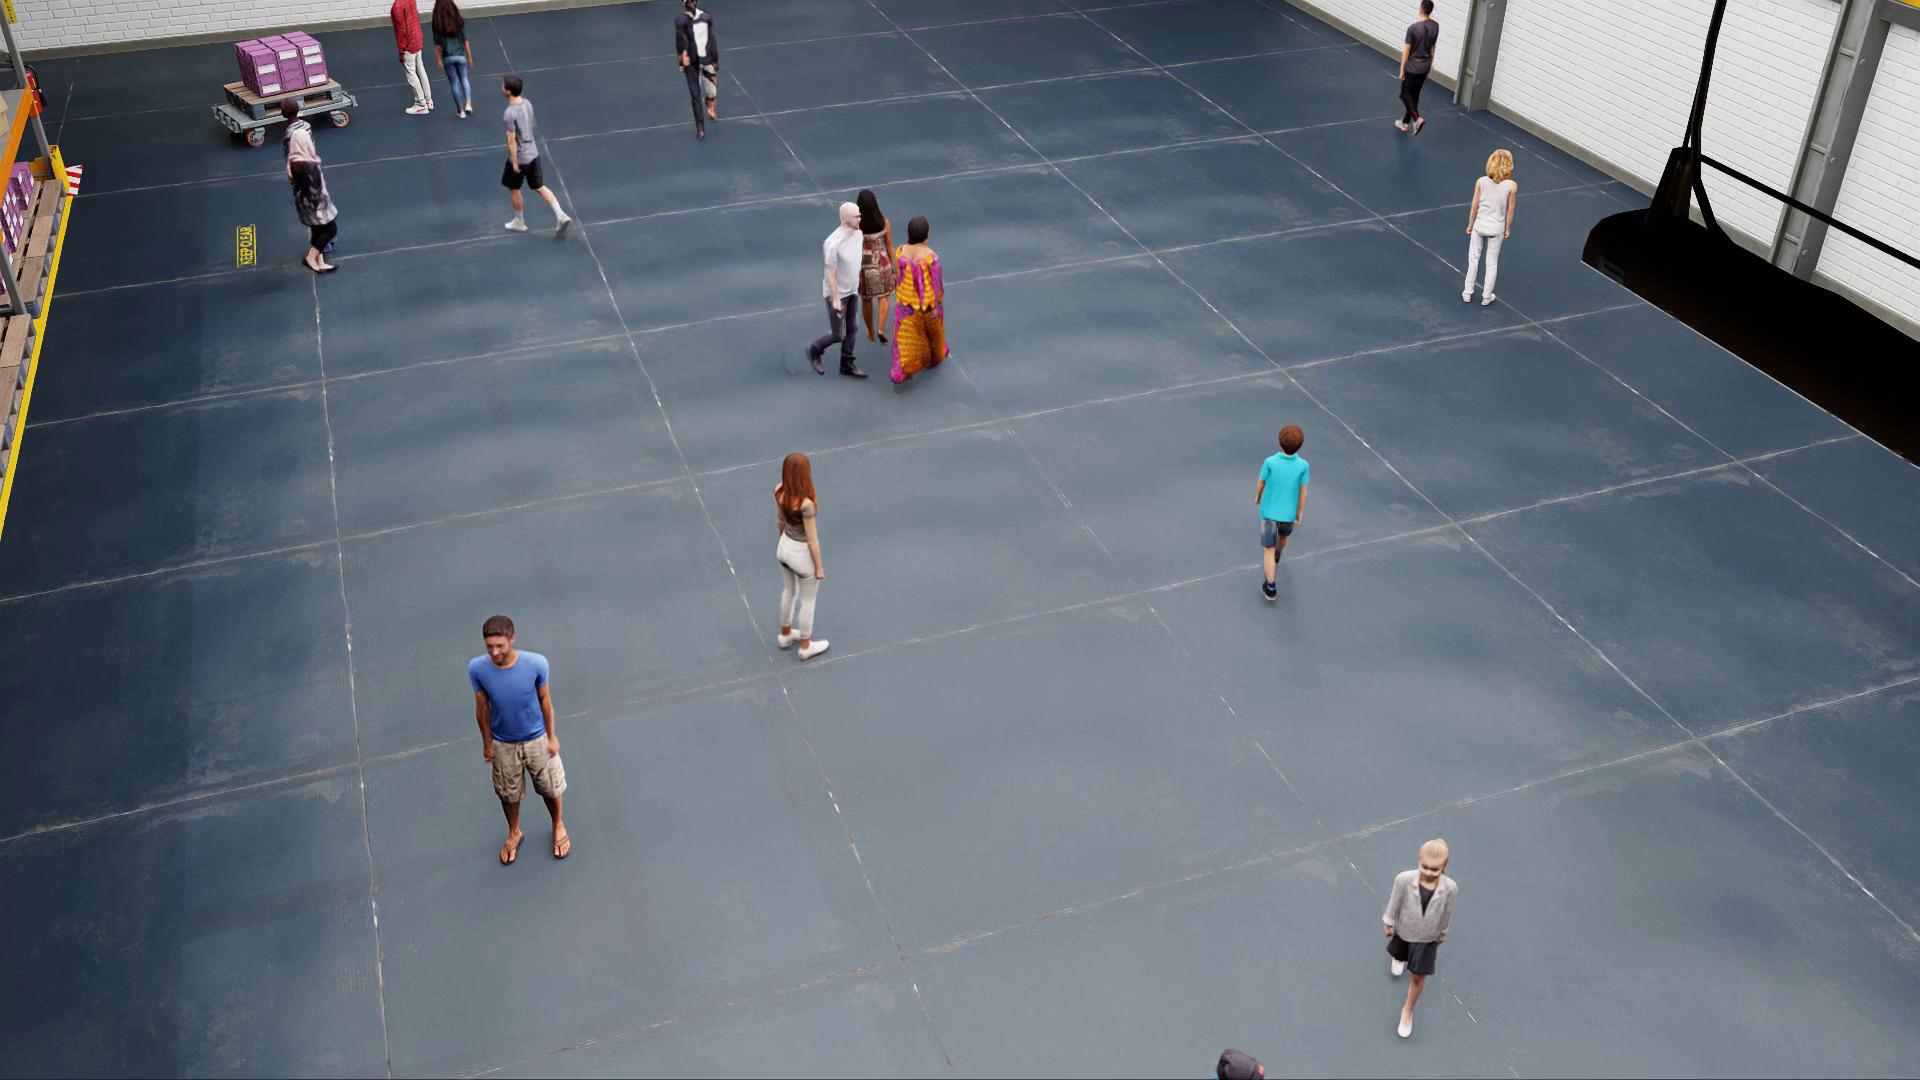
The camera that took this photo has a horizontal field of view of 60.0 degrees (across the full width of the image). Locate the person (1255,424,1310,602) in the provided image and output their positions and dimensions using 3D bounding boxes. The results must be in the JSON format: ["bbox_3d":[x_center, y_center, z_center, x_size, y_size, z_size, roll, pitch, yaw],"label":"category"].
[{"bbox_3d":[2.496,-0.195,12.989,0.740,1.405,1.037,0,34,0],"label":"person"}]

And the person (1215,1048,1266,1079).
[{"bbox_3d":[1.209,3.015,7.810,0.750,1.794,0.622,4,34,6],"label":"person"}]

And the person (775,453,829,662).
[{"bbox_3d":[-1.201,0.120,12.234,0.585,1.717,0.721,29,43,36],"label":"person"}]

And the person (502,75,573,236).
[{"bbox_3d":[-4.849,-4.320,18.799,1.204,1.844,1.124,16,37,22],"label":"person"}]

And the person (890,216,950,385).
[{"bbox_3d":[-0.428,-2.280,15.886,1.175,1.672,1.223,15,36,21],"label":"person"}]

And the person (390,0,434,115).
[{"bbox_3d":[-7.397,-6.675,22.364,0.813,1.819,0.696,7,34,10],"label":"person"}]

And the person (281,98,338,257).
[{"bbox_3d":[-7.209,-4.000,18.361,0.753,1.796,0.613,3,34,4],"label":"person"}]

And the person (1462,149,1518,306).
[{"bbox_3d":[5.524,-3.273,17.381,0.681,1.670,0.742,15,36,21],"label":"person"}]

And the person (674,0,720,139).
[{"bbox_3d":[-3.397,-6.241,21.659,0.799,1.877,1.038,-5,34,-8],"label":"person"}]

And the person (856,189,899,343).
[{"bbox_3d":[-0.866,-2.668,16.502,0.755,1.635,0.866,-4,34,-6],"label":"person"}]

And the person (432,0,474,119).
[{"bbox_3d":[-6.732,-6.408,22.159,0.640,1.603,0.621,-18,38,-25],"label":"person"}]

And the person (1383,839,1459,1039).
[{"bbox_3d":[2.628,2.183,9.545,0.832,1.259,0.932,11,35,17],"label":"person"}]

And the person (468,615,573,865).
[{"bbox_3d":[-2.763,1.223,10.443,0.692,1.862,0.616,-5,34,-7],"label":"person"}]

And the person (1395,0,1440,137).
[{"bbox_3d":[5.950,-6.080,21.533,0.632,1.748,0.957,-11,35,-16],"label":"person"}]

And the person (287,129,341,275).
[{"bbox_3d":[-7.055,-3.597,17.922,0.808,1.611,0.733,-22,39,-29],"label":"person"}]

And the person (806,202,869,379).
[{"bbox_3d":[-1.189,-2.386,15.916,0.996,1.814,0.916,22,40,30],"label":"person"}]
